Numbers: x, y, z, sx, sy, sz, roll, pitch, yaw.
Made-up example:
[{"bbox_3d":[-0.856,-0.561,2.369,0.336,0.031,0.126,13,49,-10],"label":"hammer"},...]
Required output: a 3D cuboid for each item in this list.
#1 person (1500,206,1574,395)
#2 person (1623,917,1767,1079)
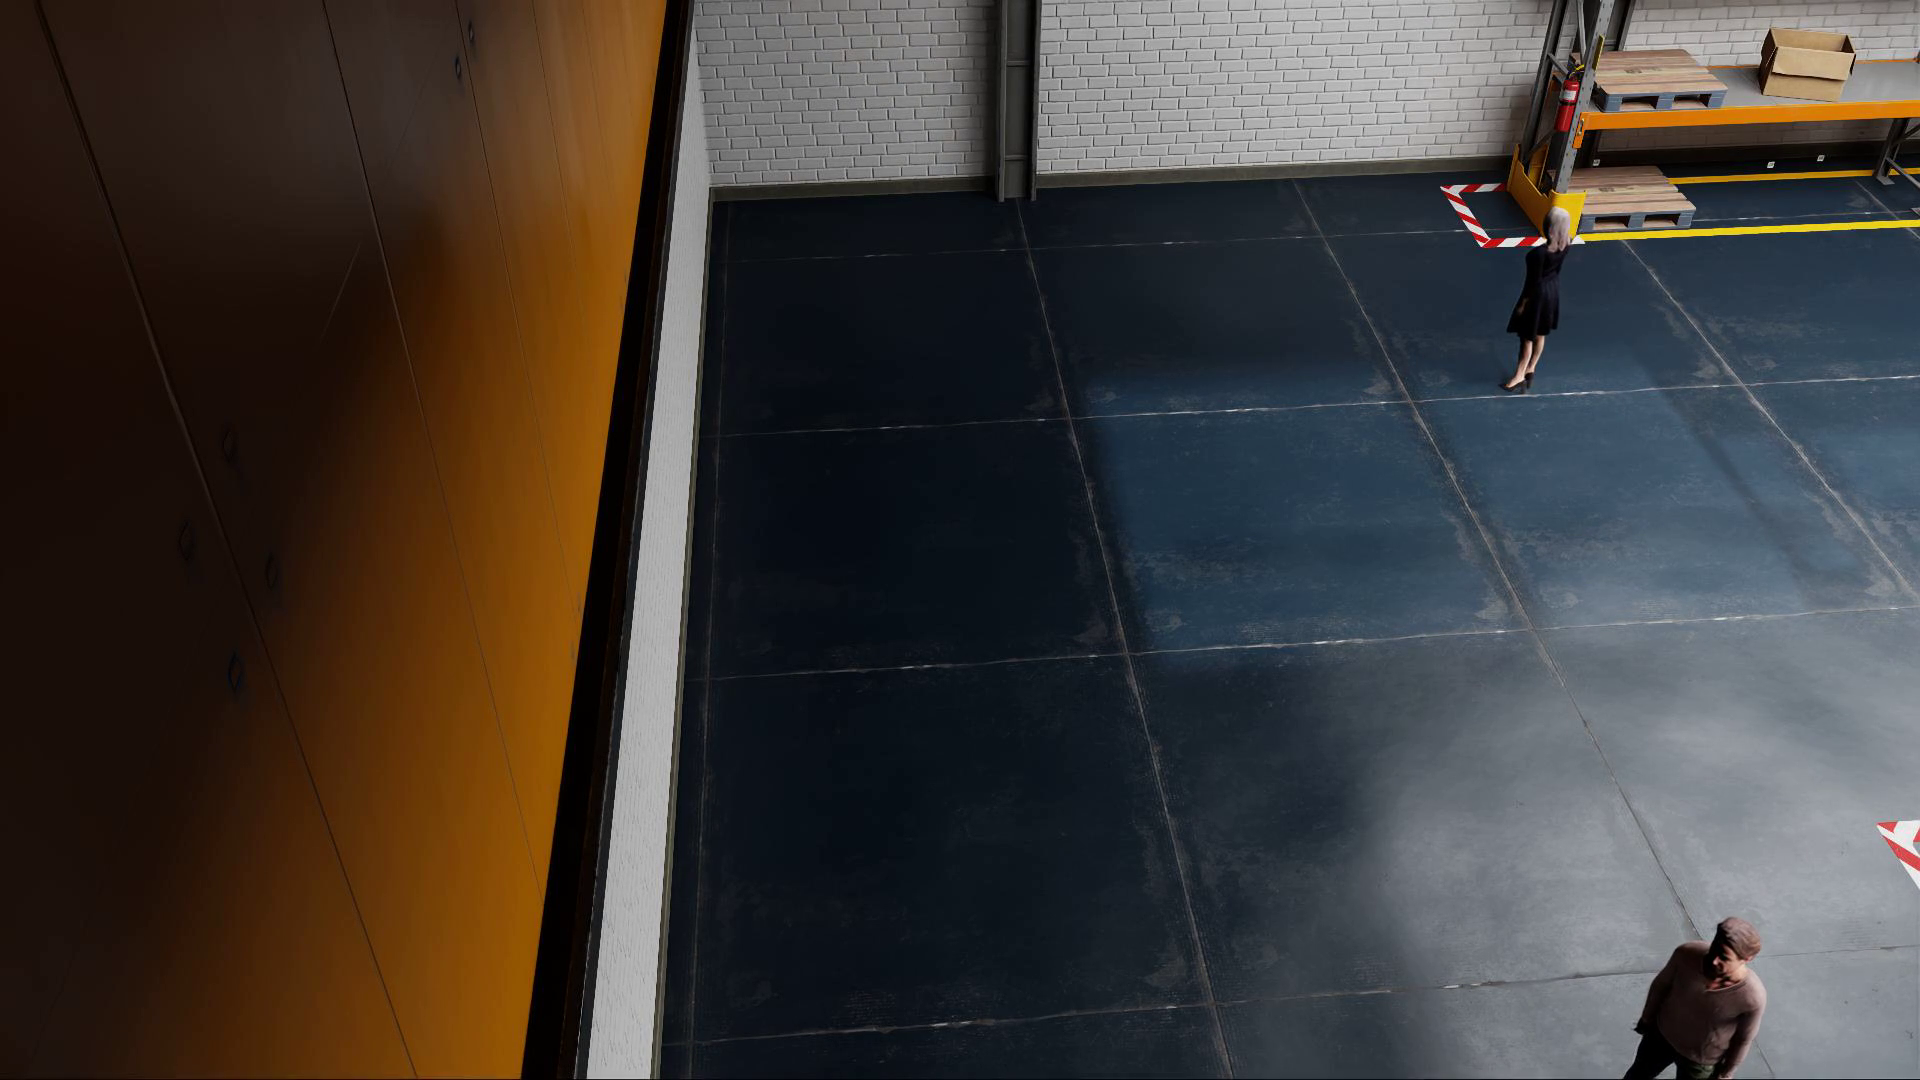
[{"bbox_3d":[4.906,-2.038,14.126,0.673,1.747,0.758,-27,46,-30],"label":"person"},{"bbox_3d":[3.648,2.513,8.325,0.803,1.875,0.779,-27,46,-30],"label":"person"}]
